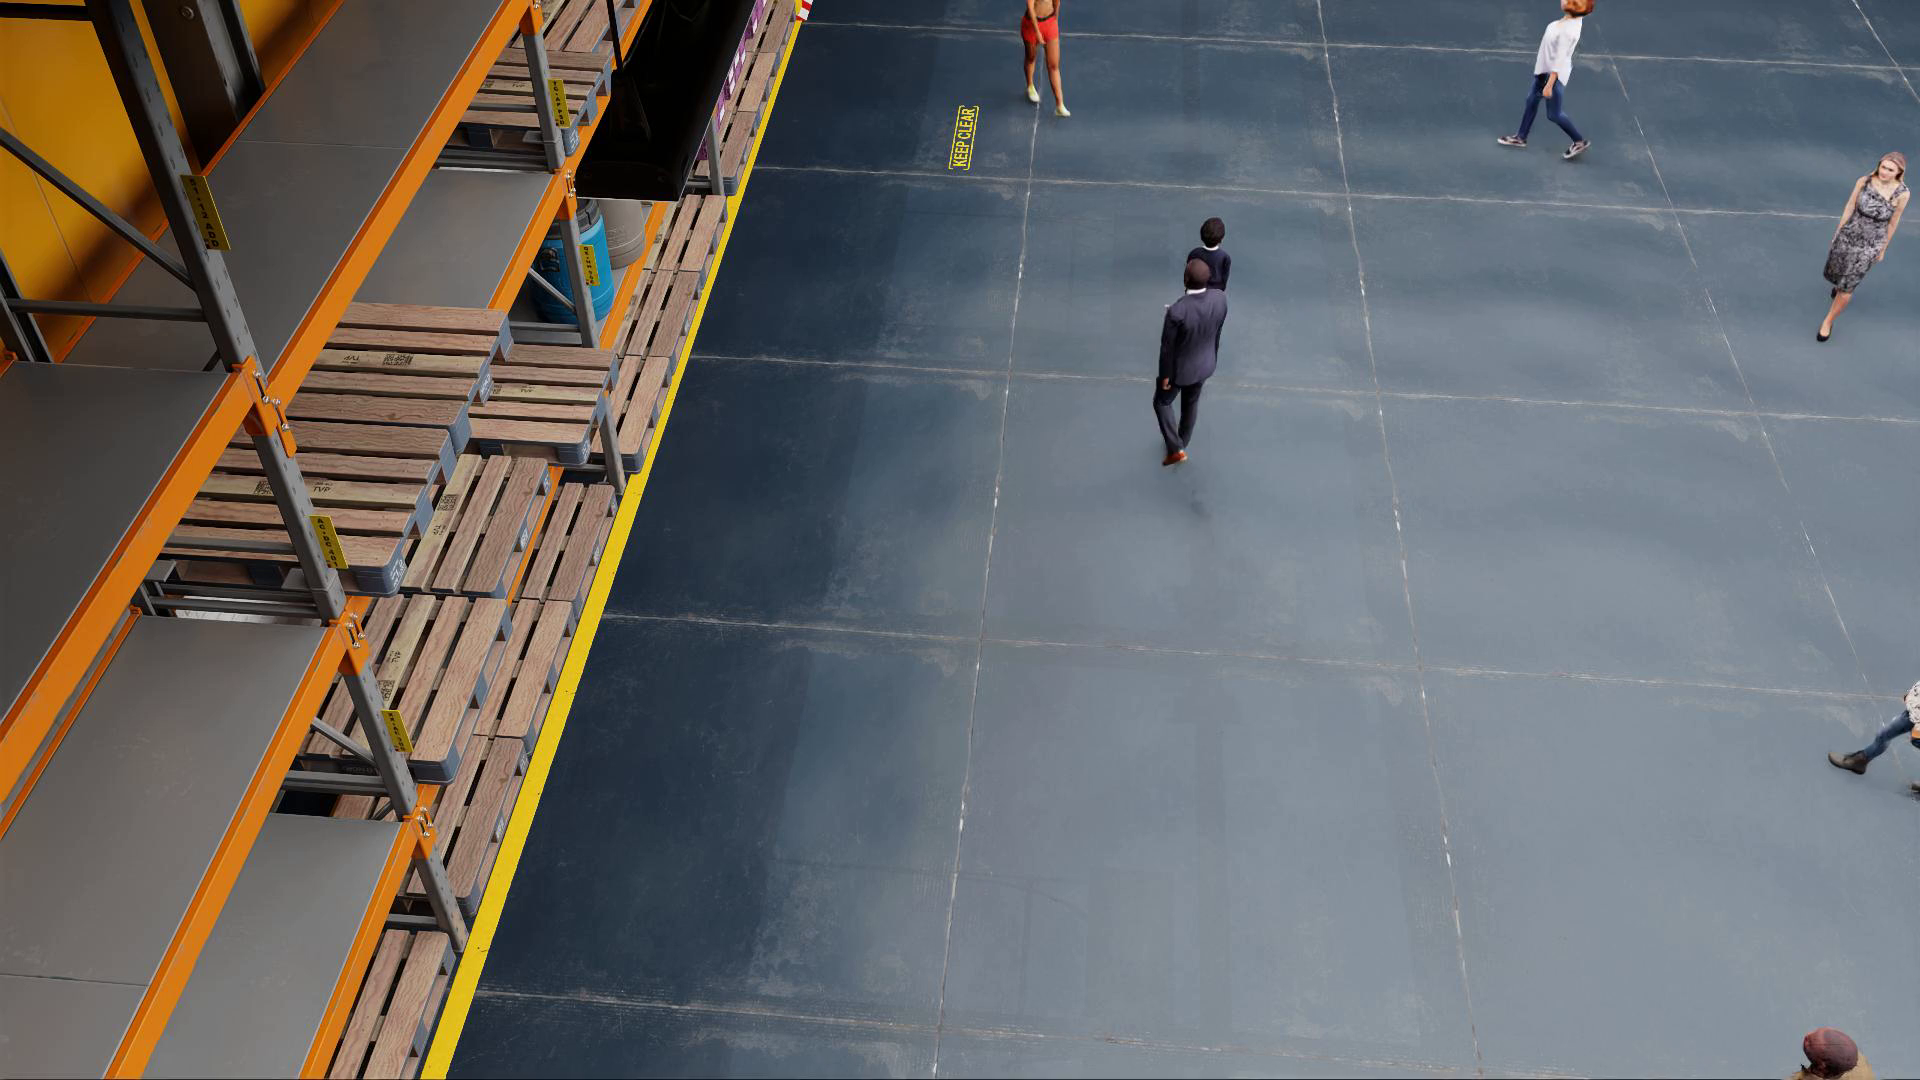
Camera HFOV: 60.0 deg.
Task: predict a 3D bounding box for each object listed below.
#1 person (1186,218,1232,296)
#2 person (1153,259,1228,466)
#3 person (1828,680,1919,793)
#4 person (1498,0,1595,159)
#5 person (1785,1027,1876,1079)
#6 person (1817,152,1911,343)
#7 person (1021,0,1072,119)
[{"bbox_3d":[2.011,-2.078,13.538,0.494,1.227,0.484,3,44,3],"label":"person"},{"bbox_3d":[1.710,-1.244,12.239,0.838,1.809,0.879,-15,46,-15],"label":"person"},{"bbox_3d":[5.944,1.090,10.168,0.822,1.288,0.926,24,48,23],"label":"person"},{"bbox_3d":[5.683,-4.371,15.613,0.849,1.683,1.060,11,45,12],"label":"person"},{"bbox_3d":[3.970,2.918,7.869,0.879,1.811,0.894,-21,47,-20],"label":"person"},{"bbox_3d":[7.404,-2.454,13.599,0.897,1.687,1.000,33,53,30],"label":"person"},{"bbox_3d":[0.734,-5.057,16.285,0.914,1.750,1.167,-17,46,-17],"label":"person"}]
